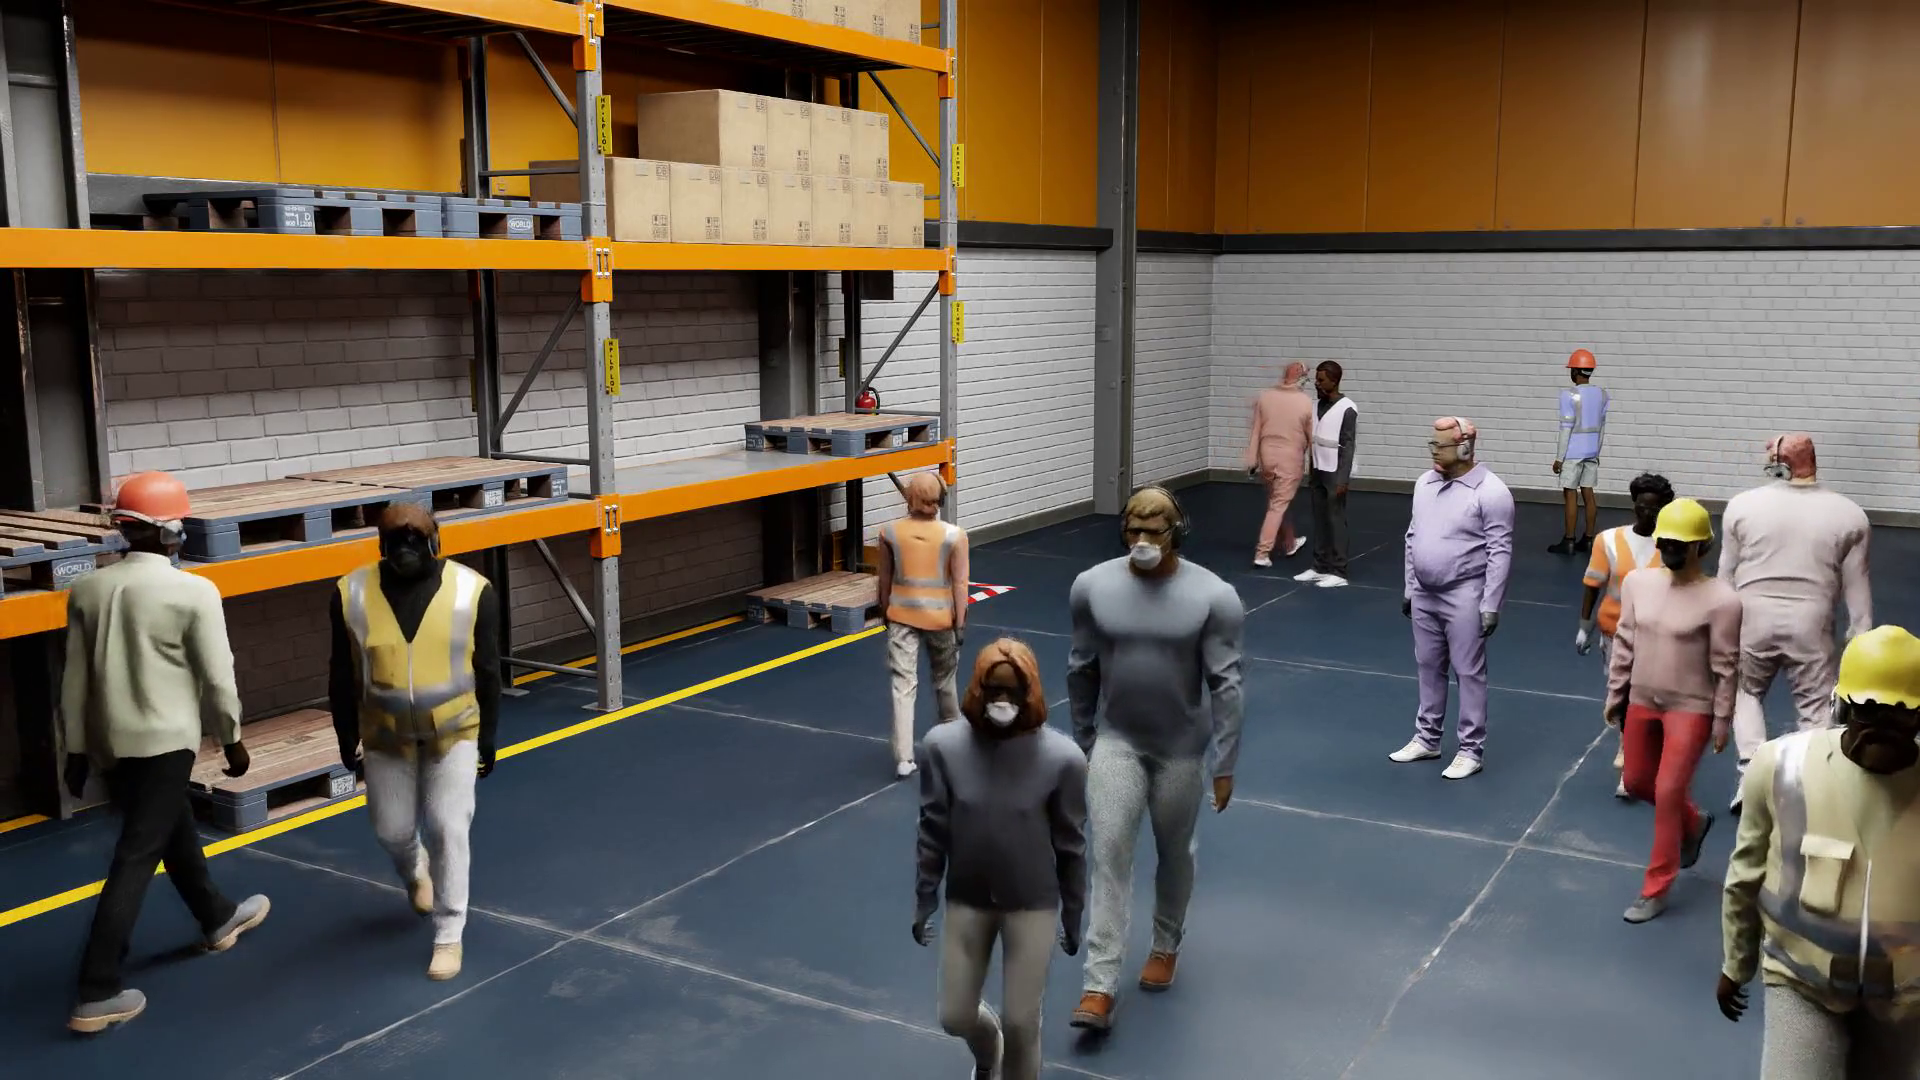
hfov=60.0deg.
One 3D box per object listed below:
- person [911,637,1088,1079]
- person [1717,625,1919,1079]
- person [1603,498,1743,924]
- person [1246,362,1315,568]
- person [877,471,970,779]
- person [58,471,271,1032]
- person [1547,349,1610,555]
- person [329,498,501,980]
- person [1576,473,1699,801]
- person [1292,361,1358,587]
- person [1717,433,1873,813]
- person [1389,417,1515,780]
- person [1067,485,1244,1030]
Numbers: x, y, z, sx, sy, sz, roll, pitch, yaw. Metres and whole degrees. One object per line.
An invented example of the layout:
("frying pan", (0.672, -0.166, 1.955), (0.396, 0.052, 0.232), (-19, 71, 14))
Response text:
("person", (0.129, 1.061, 4.897), (0.517, 1.616, 0.471), (2, 9, 13))
("person", (2.170, 1.110, 4.006), (0.627, 1.804, 0.759), (4, 10, 24))
("person", (2.994, 0.675, 6.908), (0.682, 1.745, 0.531), (-6, 11, -34))
("person", (2.985, -0.684, 15.100), (0.664, 1.843, 1.010), (9, 12, 43))
("person", (-0.190, 0.426, 8.950), (0.516, 1.595, 0.855), (1, 9, 8))
("person", (-2.952, 0.721, 6.079), (0.592, 1.934, 1.063), (3, 10, 18))
("person", (5.819, -0.823, 15.677), (0.544, 1.939, 0.355), (-4, 10, -25))
("person", (-2.077, 0.720, 6.403), (0.637, 1.824, 0.626), (-2, 9, -12))
("person", (3.480, 0.465, 8.553), (0.545, 1.644, 0.918), (6, 11, 31))
("person", (3.143, -0.557, 14.116), (0.408, 1.911, 0.616), (-3, 10, -20))
("person", (4.011, 0.431, 8.015), (0.716, 1.890, 0.474), (4, 10, 26))
("person", (2.574, 0.299, 8.780), (0.403, 1.904, 0.651), (-5, 11, -31))
("person", (0.651, 0.770, 5.846), (0.661, 1.897, 0.957), (3, 10, 18))
